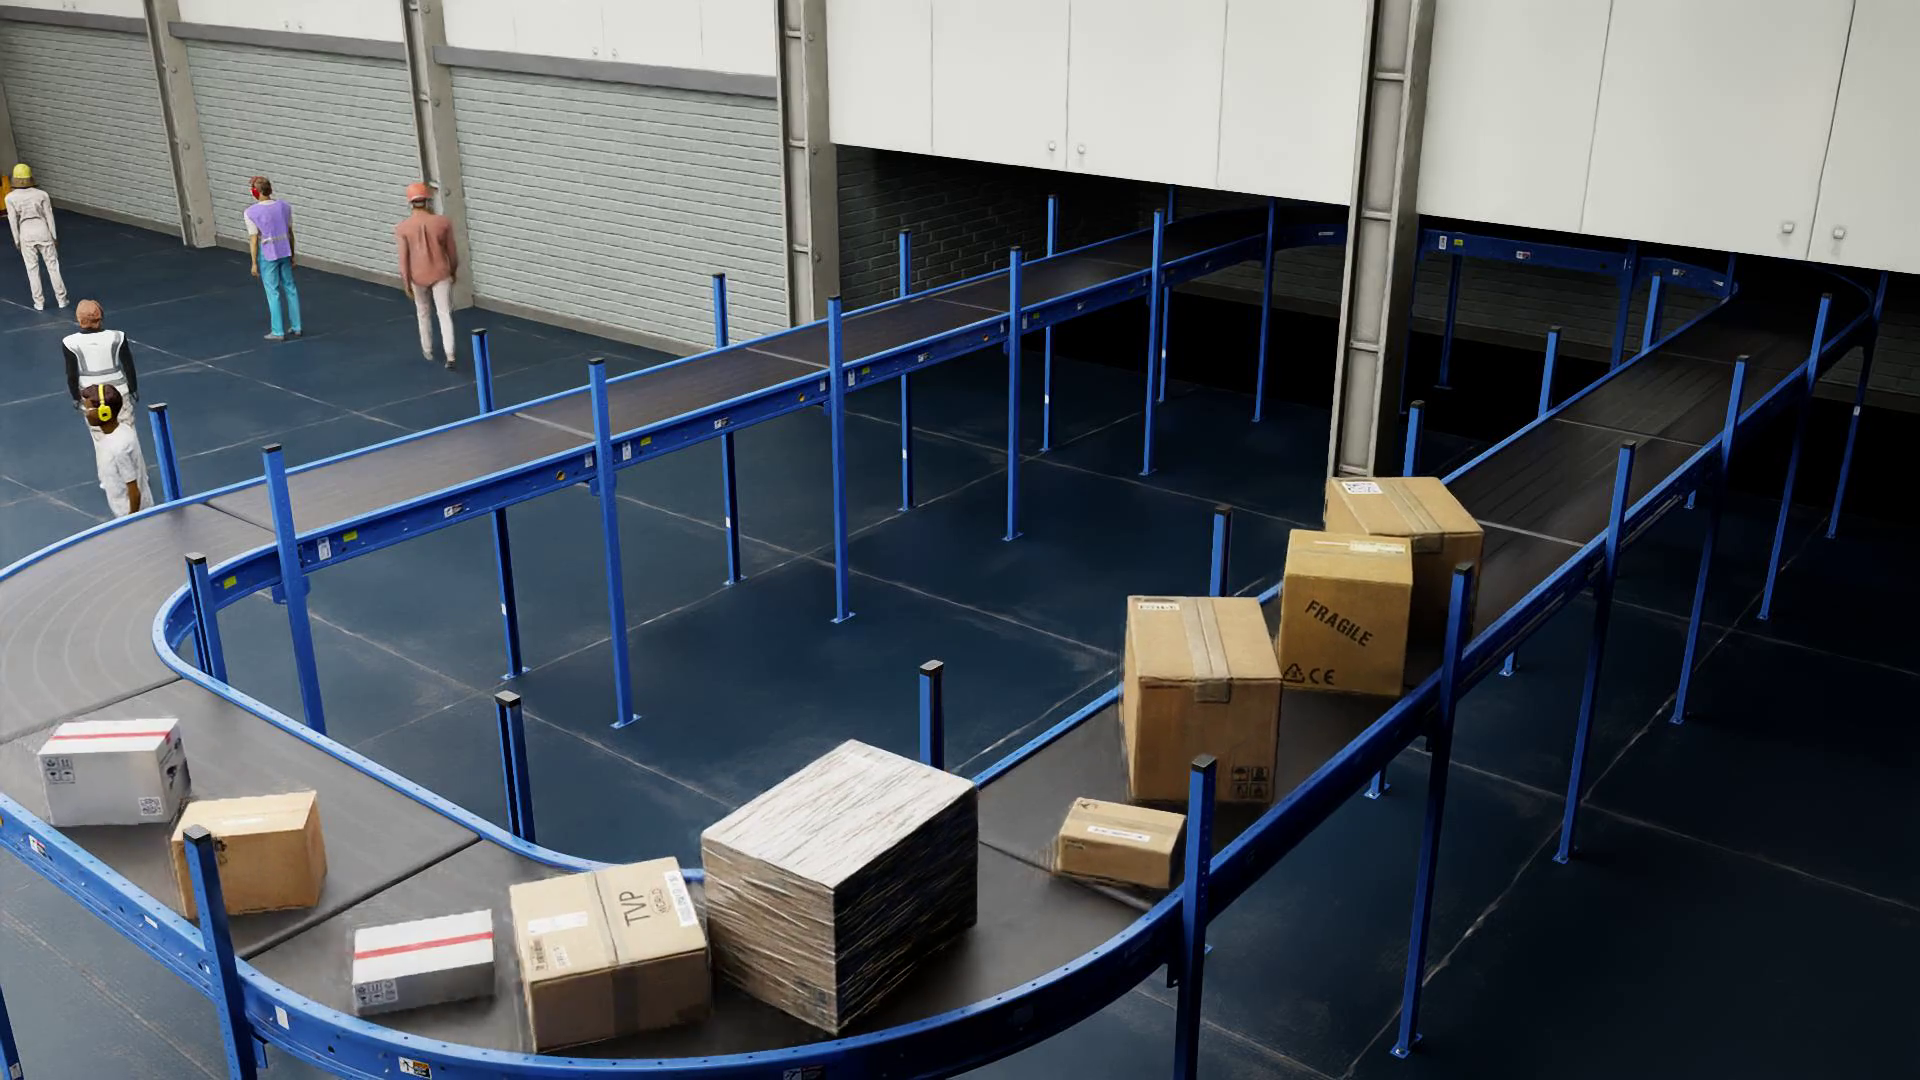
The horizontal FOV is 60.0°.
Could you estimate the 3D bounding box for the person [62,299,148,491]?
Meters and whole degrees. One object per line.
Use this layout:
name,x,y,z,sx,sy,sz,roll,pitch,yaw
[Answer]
person,-7.209,-1.212,14.028,0.525,1.639,0.307,-13,25,-29

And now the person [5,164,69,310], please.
person,-11.188,-3.667,20.124,0.483,1.745,0.302,-11,24,-26

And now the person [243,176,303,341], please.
person,-7.710,-3.160,18.698,0.389,1.846,0.567,13,25,30

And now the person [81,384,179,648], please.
person,-5.480,-0.131,10.971,0.330,1.872,0.512,-10,24,-24

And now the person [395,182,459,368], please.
person,-5.628,-2.812,17.676,0.625,1.965,0.906,-8,23,-19
